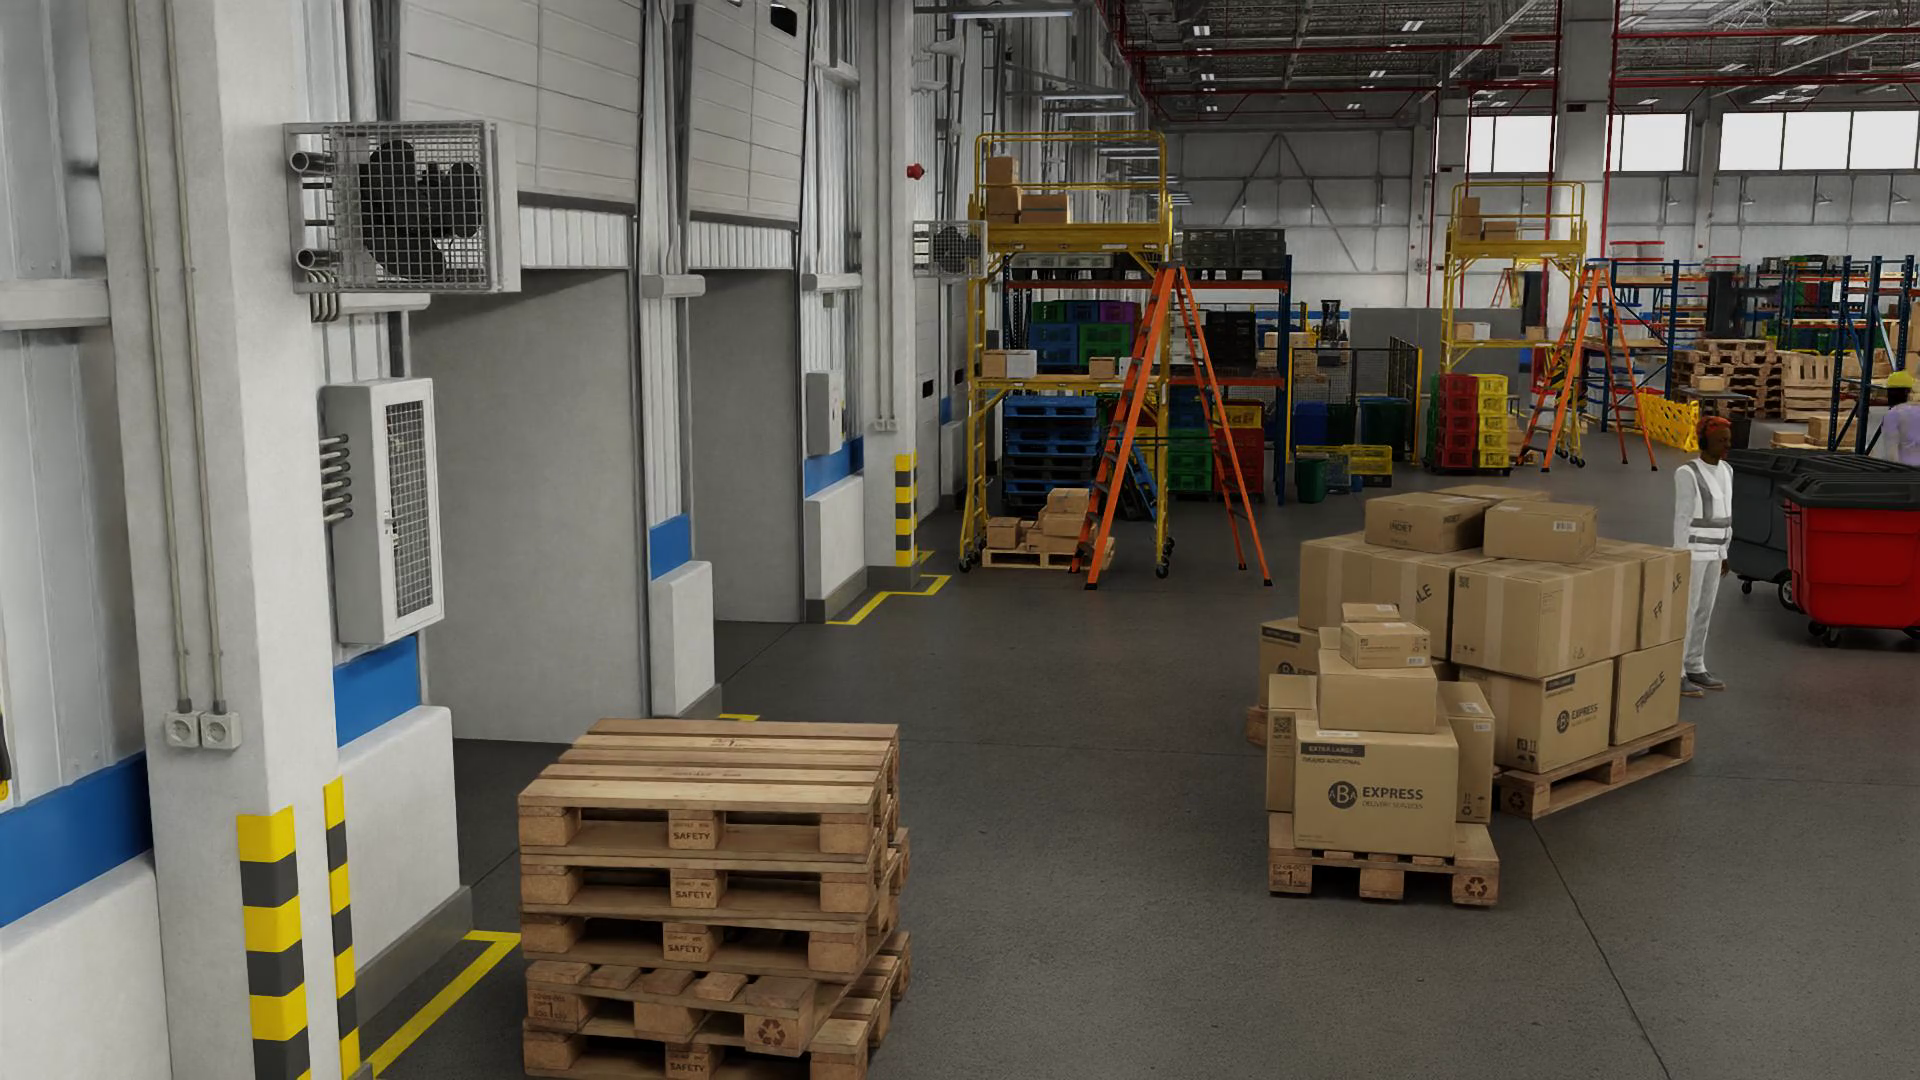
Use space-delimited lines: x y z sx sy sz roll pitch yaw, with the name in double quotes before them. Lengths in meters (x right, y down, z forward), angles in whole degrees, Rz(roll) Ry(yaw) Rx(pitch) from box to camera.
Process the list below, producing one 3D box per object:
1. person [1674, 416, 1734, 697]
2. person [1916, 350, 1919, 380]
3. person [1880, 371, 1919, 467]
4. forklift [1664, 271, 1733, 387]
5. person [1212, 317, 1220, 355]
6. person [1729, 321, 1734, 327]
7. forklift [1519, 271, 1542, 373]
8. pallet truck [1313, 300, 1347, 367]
"person" 4.990 0.104 11.189 0.583 1.882 0.338 -7 12 -37
"person" 15.504 -2.343 26.748 0.327 1.735 0.486 5 10 27
"person" 9.133 -0.712 16.267 0.609 1.869 1.001 -5 11 -30
"forklift" 17.600 -4.861 38.747 1.873 2.768 1.129 1 9 9
"person" 6.561 -4.892 42.719 0.552 1.652 0.867 4 10 21
"person" 18.282 -4.596 40.008 0.629 1.940 0.377 1 9 9
"forklift" 15.552 -5.939 45.397 1.873 2.768 1.129 1 9 9
"pallet truck" 11.159 -6.200 49.718 0.823 1.965 1.885 4 10 26
